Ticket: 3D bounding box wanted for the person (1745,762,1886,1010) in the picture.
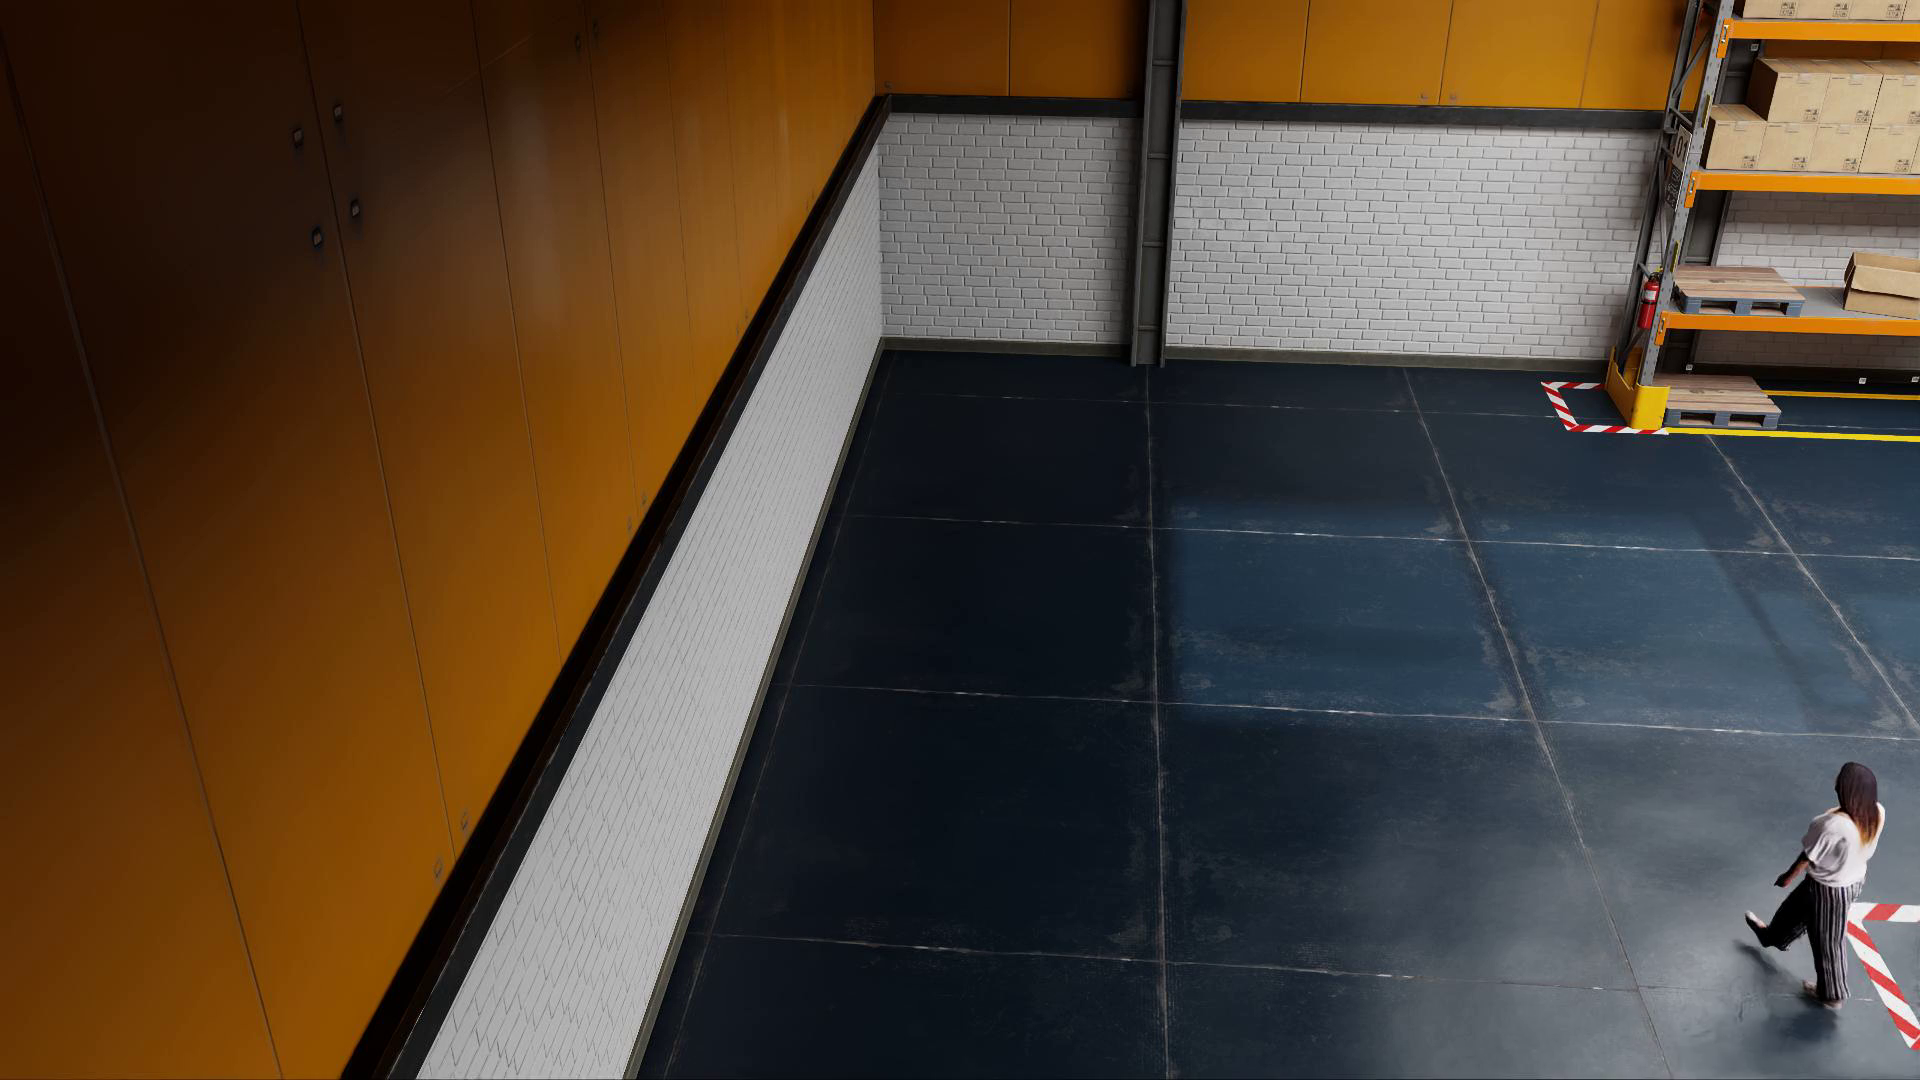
[{"bbox_3d":[5.403,2.154,10.185,1.133,1.636,1.120,-16,32,-27],"label":"person"}]
